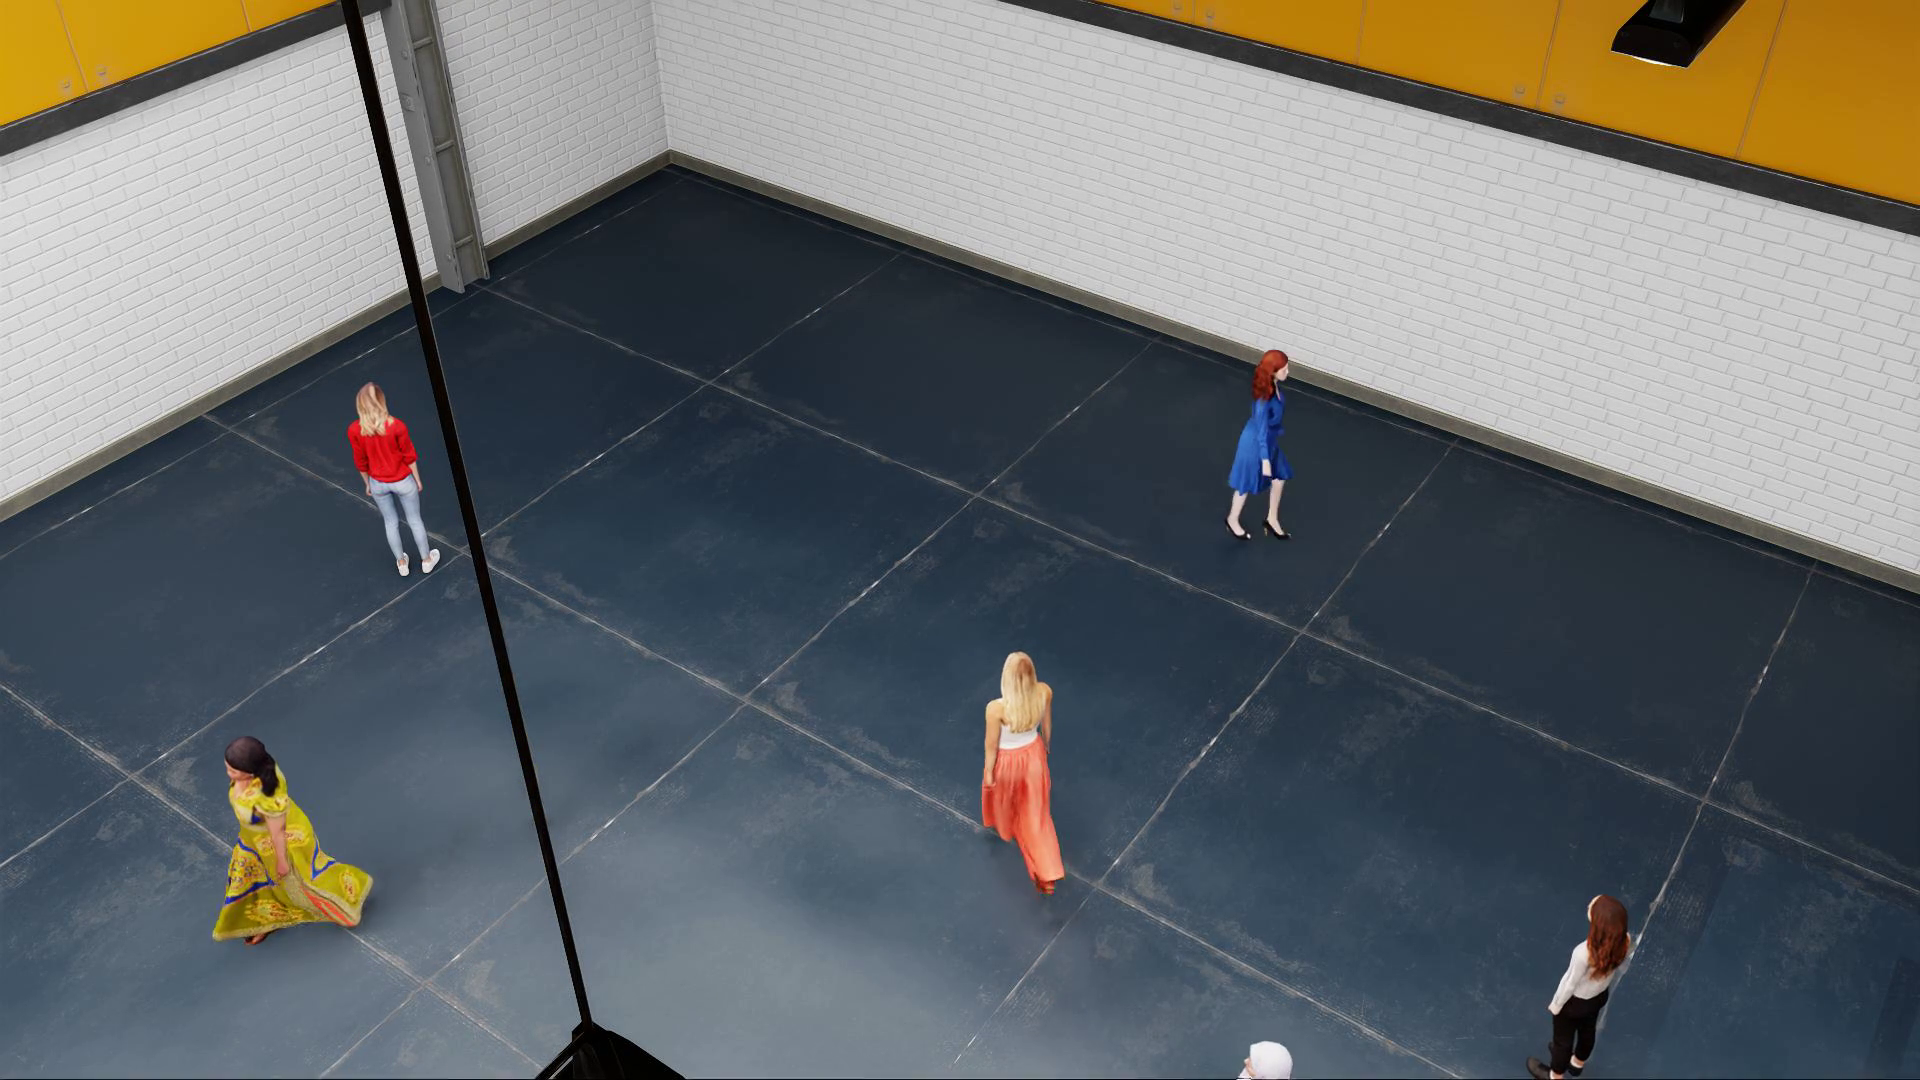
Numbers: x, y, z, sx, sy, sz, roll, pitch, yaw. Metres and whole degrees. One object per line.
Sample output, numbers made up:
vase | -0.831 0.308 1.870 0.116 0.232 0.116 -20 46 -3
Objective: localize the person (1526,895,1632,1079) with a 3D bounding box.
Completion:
person | 3.454 2.508 9.182 0.545 1.481 0.663 -19 42 -22

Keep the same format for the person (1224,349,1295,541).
person | 2.244 -0.726 12.970 0.791 1.809 0.762 15 41 18

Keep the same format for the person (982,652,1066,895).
person | 0.398 1.453 10.273 1.197 1.770 1.109 -14 41 -17

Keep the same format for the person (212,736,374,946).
person | -4.026 1.763 9.994 1.273 1.633 0.940 -28 46 -30

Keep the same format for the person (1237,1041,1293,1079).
person | 1.531 3.060 8.271 0.882 1.757 1.043 10 40 12

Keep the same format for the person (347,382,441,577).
person | -4.342 -0.446 12.703 0.681 1.704 0.725 -4 39 -5
